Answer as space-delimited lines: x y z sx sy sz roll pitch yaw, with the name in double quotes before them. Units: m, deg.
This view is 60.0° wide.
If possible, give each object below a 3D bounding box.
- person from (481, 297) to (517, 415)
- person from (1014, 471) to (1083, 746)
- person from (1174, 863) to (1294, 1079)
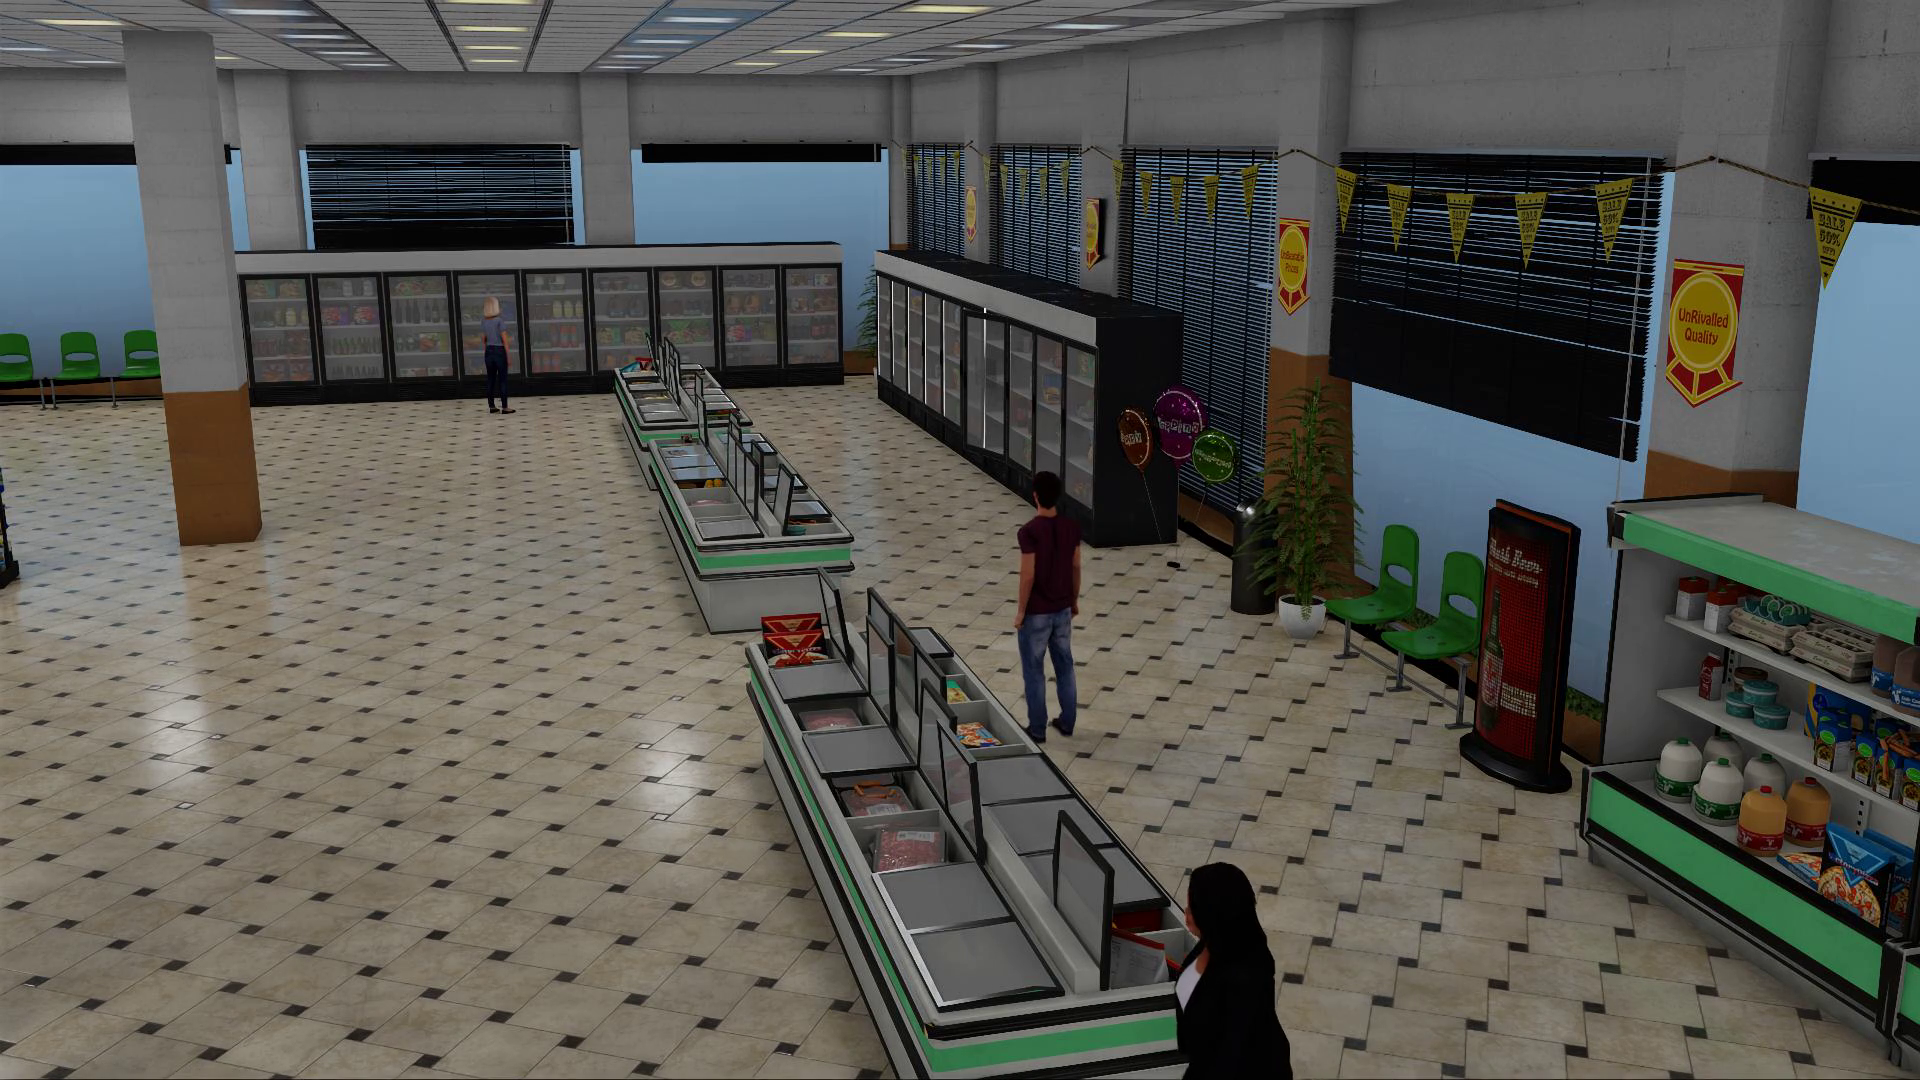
"person" -6.863 -2.730 24.592 0.654 1.723 0.685 5 15 21
"person" 0.585 0.450 11.208 0.720 1.851 0.649 -9 16 -32
"person" 1.040 1.892 5.837 0.679 1.580 0.854 -3 14 -14
